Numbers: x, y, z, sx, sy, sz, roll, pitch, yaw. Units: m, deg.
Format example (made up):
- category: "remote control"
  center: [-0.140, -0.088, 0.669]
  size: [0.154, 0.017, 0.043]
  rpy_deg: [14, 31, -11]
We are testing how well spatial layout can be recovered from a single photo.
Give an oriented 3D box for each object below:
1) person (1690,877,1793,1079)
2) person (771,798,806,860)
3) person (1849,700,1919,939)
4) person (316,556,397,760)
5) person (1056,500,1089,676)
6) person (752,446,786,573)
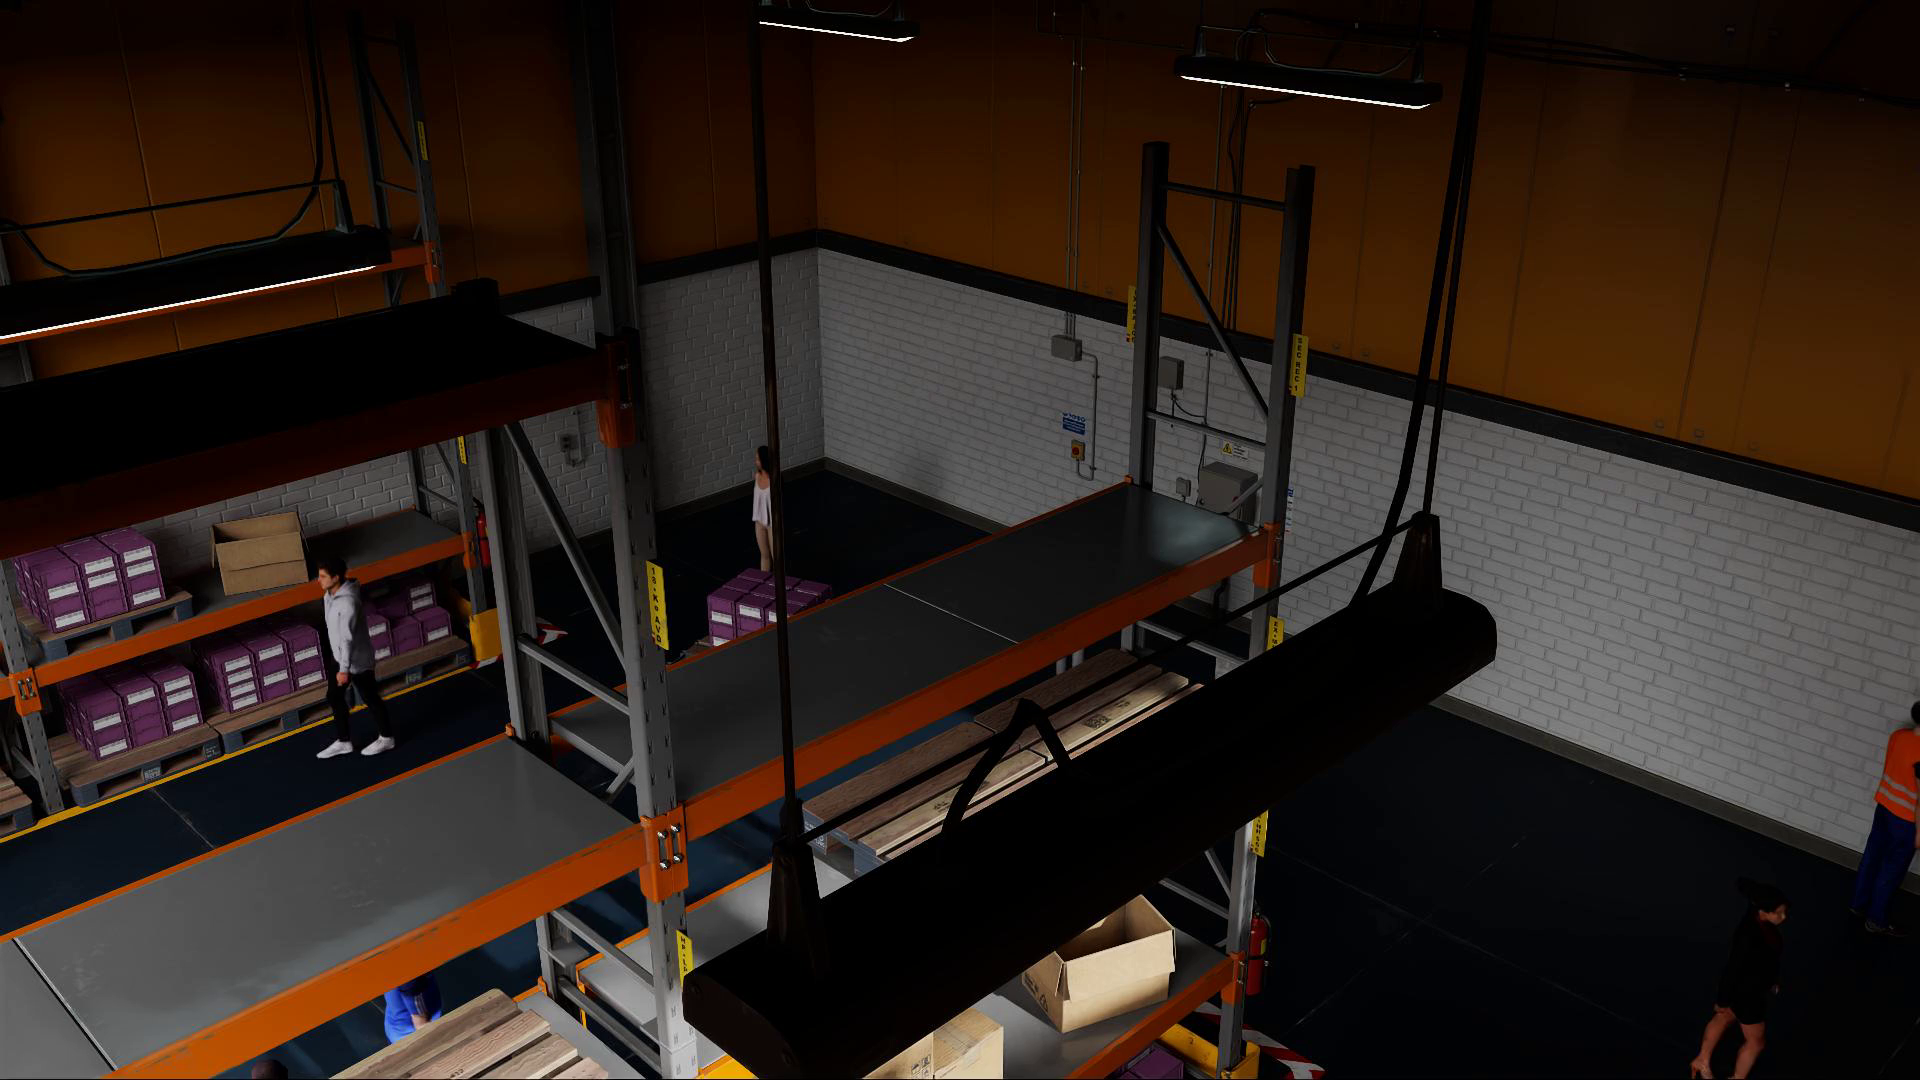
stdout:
- category: "person"
  center: [4.830, 2.824, 10.458]
  size: [0.717, 1.624, 0.642]
  rpy_deg: [13, 27, 28]
- category: "person"
  center: [-1.199, 2.514, 11.072]
  size: [1.164, 1.700, 0.917]
  rpy_deg: [-9, 25, -20]
- category: "person"
  center: [6.814, 1.982, 12.054]
  size: [0.849, 1.888, 0.787]
  rpy_deg: [0, 24, 1]
- category: "person"
  center: [-5.122, 0.991, 14.302]
  size: [0.681, 1.904, 0.842]
  rpy_deg: [22, 32, 40]
- category: "person"
  center: [1.064, 0.515, 15.334]
  size: [0.627, 1.950, 0.724]
  rpy_deg: [-18, 29, -35]
- category: "person"
  center: [-1.978, -0.200, 17.338]
  size: [0.644, 1.654, 0.570]
  rpy_deg: [22, 32, 40]
